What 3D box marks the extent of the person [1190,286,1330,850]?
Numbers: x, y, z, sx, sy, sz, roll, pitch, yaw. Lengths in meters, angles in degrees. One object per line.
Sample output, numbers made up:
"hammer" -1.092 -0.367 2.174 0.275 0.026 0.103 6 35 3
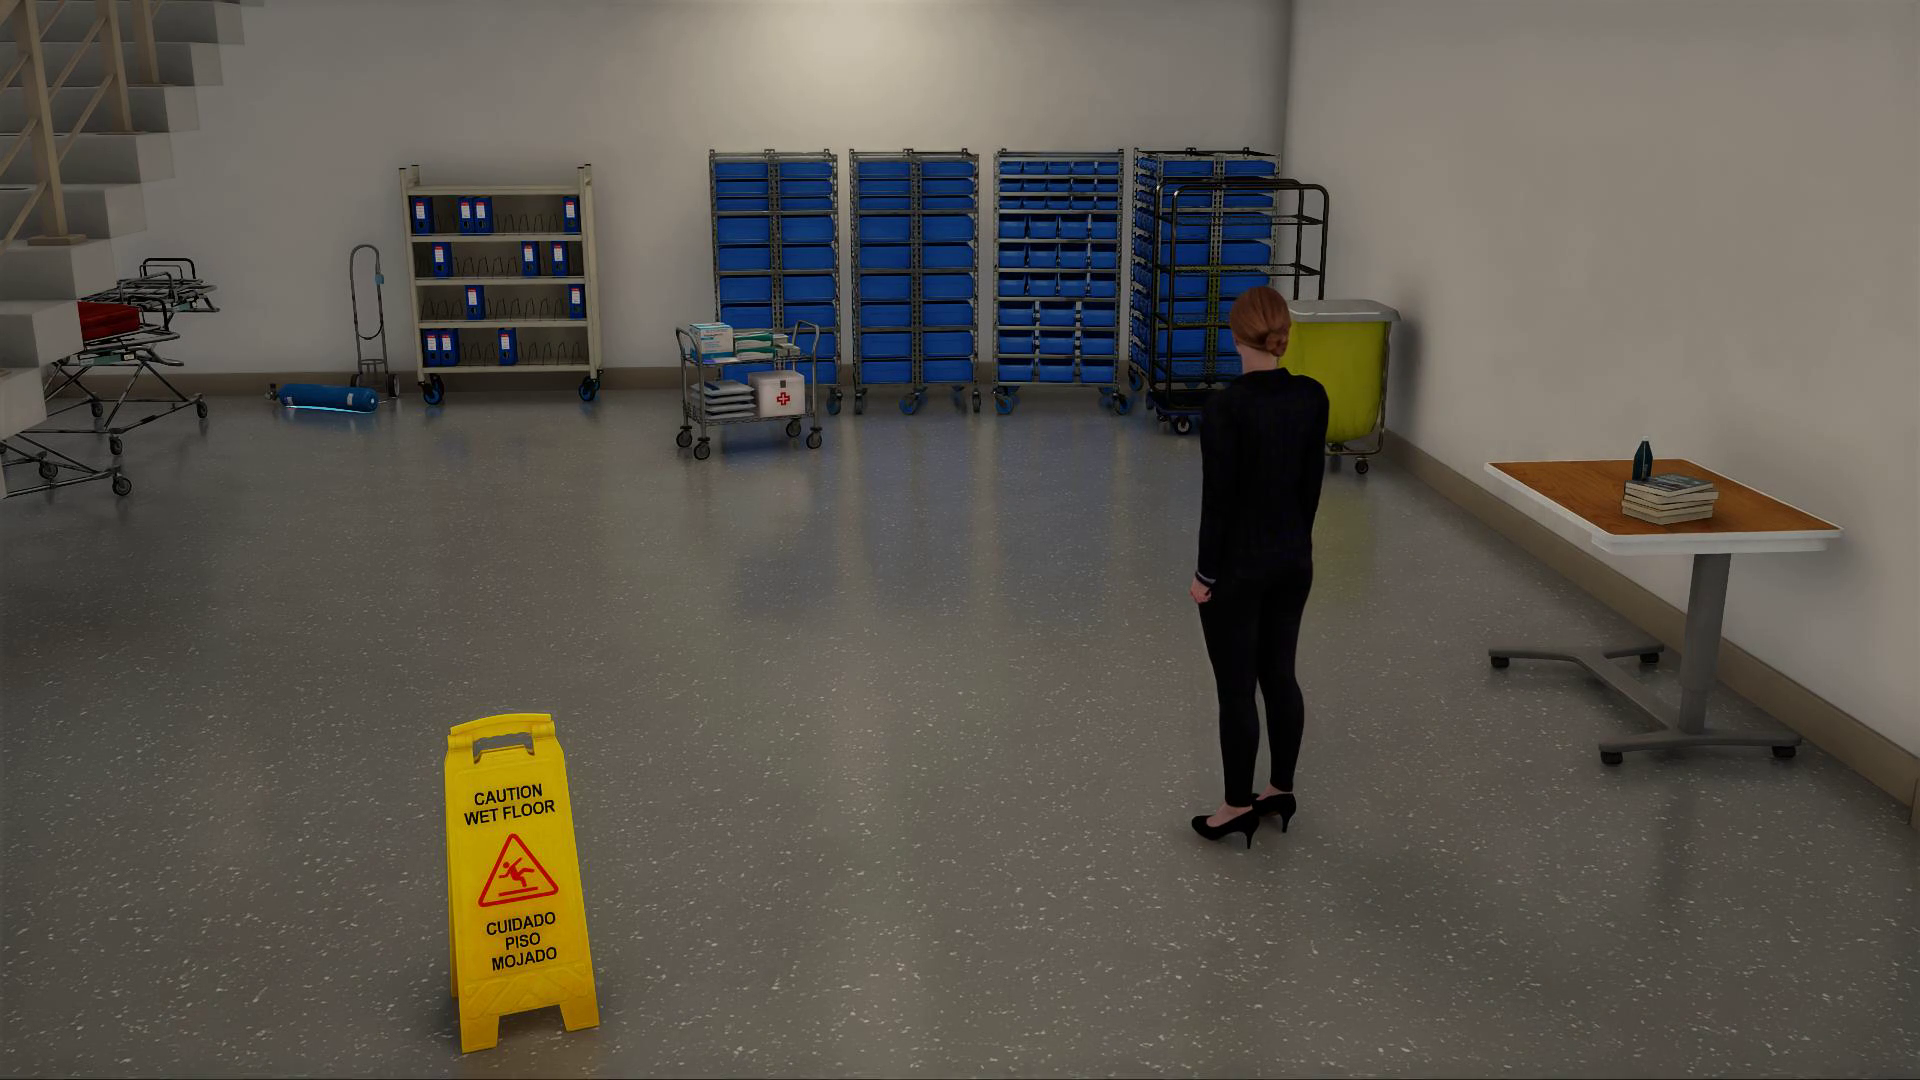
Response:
"person" 0.881 0.095 4.913 0.694 1.684 0.692 -10 19 -32
